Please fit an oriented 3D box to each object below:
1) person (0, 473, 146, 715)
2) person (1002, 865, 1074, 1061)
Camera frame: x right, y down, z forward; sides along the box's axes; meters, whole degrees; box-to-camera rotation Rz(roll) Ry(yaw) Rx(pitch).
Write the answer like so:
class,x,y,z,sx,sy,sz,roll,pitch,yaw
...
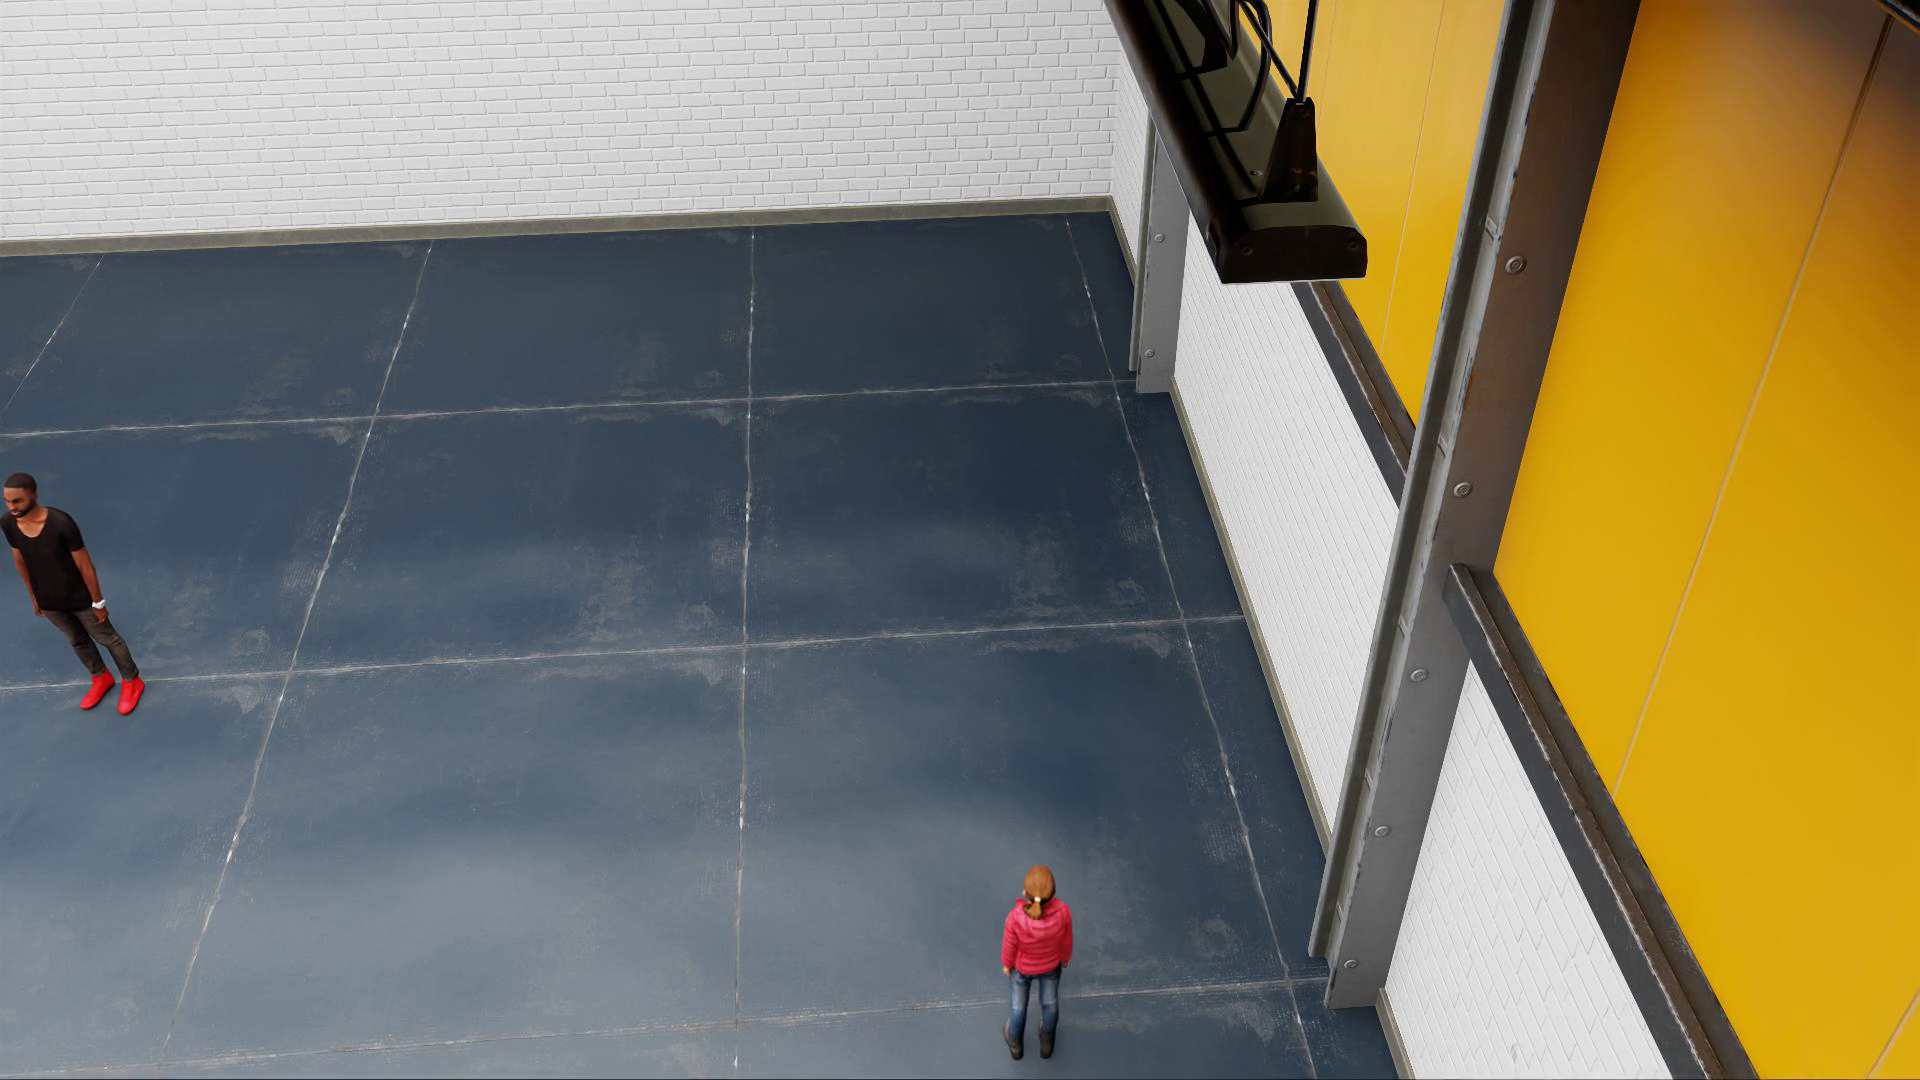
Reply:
class,x,y,z,sx,sy,sz,roll,pitch,yaw
person,-5.502,0.314,10.277,0.675,1.803,0.602,4,39,5
person,0.385,2.149,8.372,0.510,1.313,0.484,-5,39,-6
